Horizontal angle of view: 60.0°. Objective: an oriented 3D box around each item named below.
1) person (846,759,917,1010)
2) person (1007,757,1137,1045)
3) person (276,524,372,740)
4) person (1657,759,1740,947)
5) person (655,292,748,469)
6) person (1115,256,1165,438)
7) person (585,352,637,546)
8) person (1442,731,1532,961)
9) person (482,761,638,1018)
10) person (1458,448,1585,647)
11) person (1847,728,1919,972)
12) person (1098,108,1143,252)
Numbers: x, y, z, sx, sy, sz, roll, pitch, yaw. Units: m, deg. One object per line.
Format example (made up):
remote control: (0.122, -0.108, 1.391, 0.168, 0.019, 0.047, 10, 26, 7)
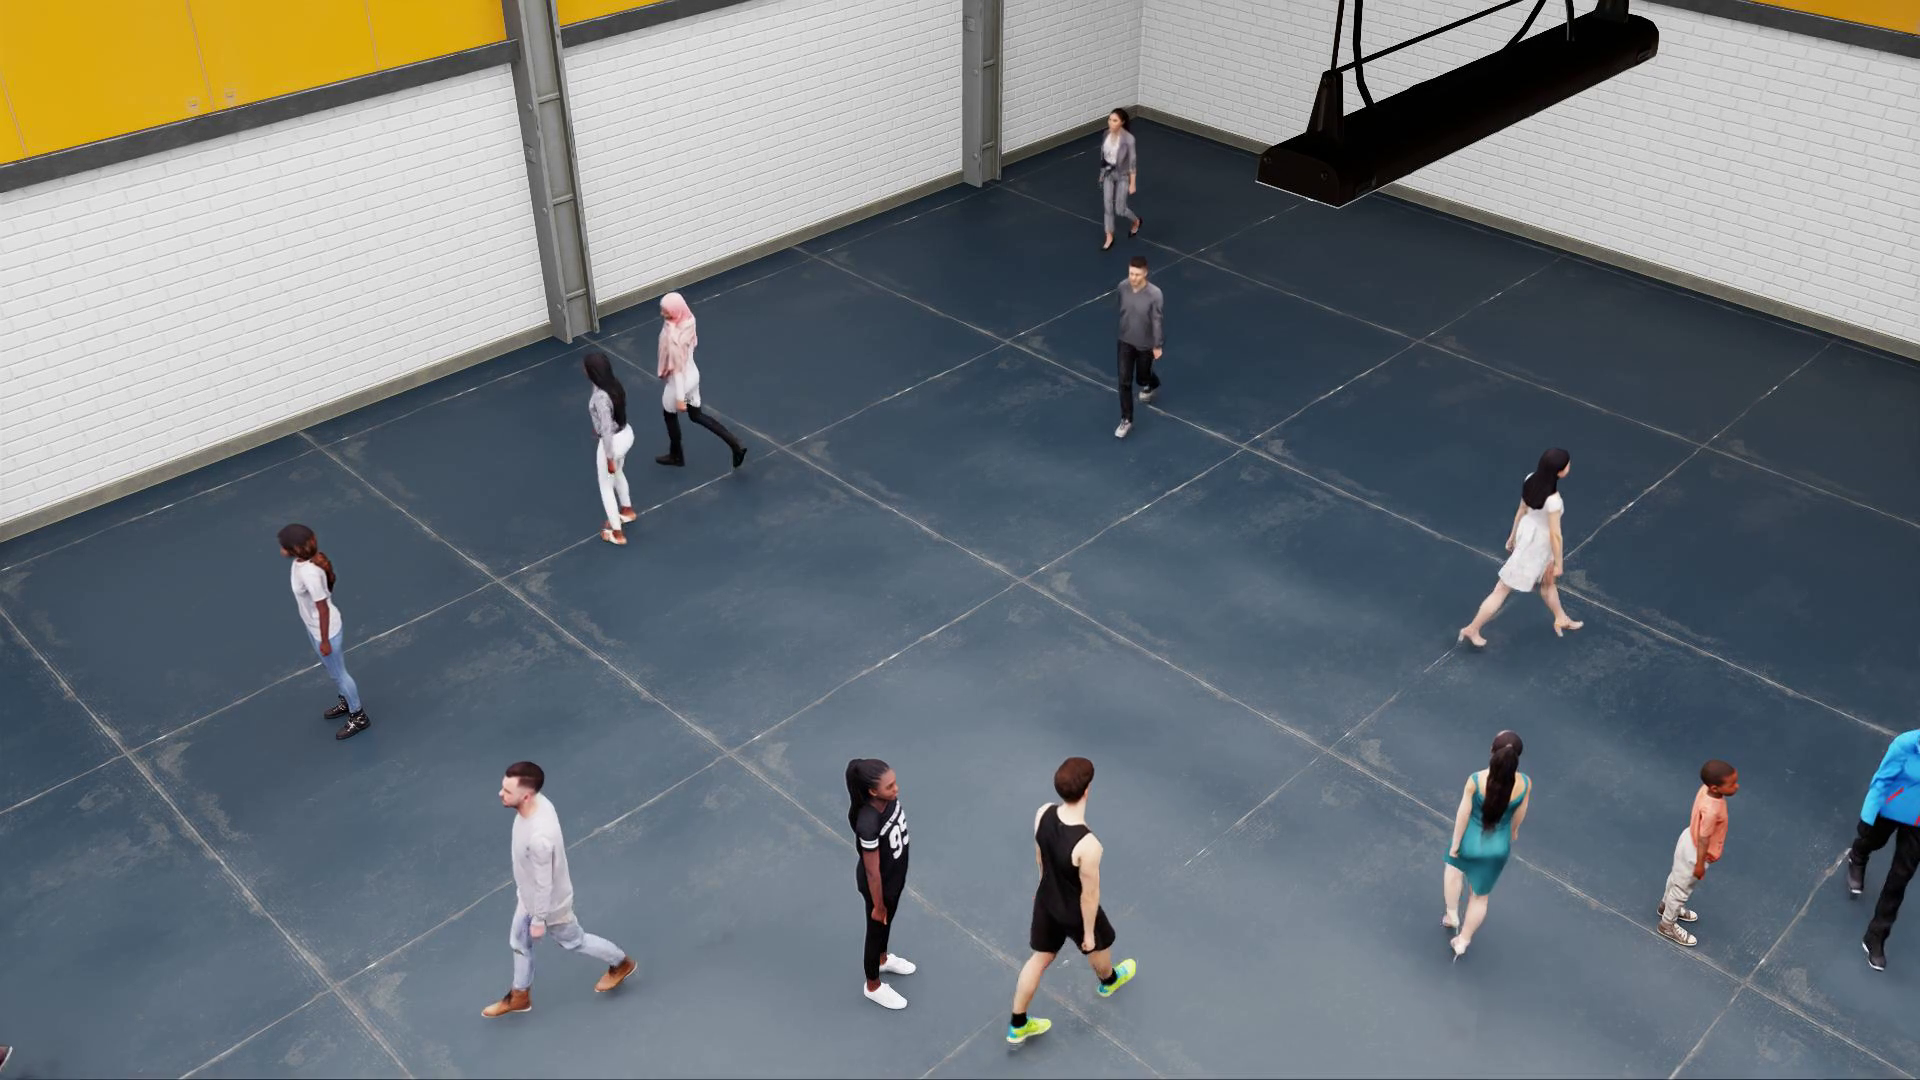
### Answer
person: (-0.443, 1.930, 9.498, 0.772, 1.729, 0.681, 6, 34, 9)
person: (0.527, 2.054, 9.211, 1.200, 1.840, 0.747, -24, 40, -31)
person: (-4.402, 0.611, 11.493, 0.600, 1.718, 0.632, -18, 38, -25)
person: (4.429, 1.845, 10.004, 0.614, 1.310, 0.509, 14, 36, 19)
person: (-2.291, -1.314, 14.347, 1.133, 1.765, 1.174, 8, 34, 12)
person: (1.638, -1.833, 15.164, 0.848, 1.723, 1.134, 16, 37, 22)
person: (-2.791, -0.764, 13.579, 0.821, 1.699, 0.733, 0, 34, 1)
person: (3.057, 1.834, 9.697, 0.712, 1.668, 0.771, 5, 34, 7)
person: (-2.248, 1.969, 9.369, 1.246, 1.806, 0.951, -15, 37, -22)
person: (4.102, 0.130, 12.216, 1.259, 1.718, 1.088, -5, 34, -8)
person: (5.627, 1.603, 9.970, 1.010, 1.750, 1.270, 10, 35, 14)
person: (1.812, -4.020, 18.515, 0.787, 1.656, 0.668, -24, 41, -32)
